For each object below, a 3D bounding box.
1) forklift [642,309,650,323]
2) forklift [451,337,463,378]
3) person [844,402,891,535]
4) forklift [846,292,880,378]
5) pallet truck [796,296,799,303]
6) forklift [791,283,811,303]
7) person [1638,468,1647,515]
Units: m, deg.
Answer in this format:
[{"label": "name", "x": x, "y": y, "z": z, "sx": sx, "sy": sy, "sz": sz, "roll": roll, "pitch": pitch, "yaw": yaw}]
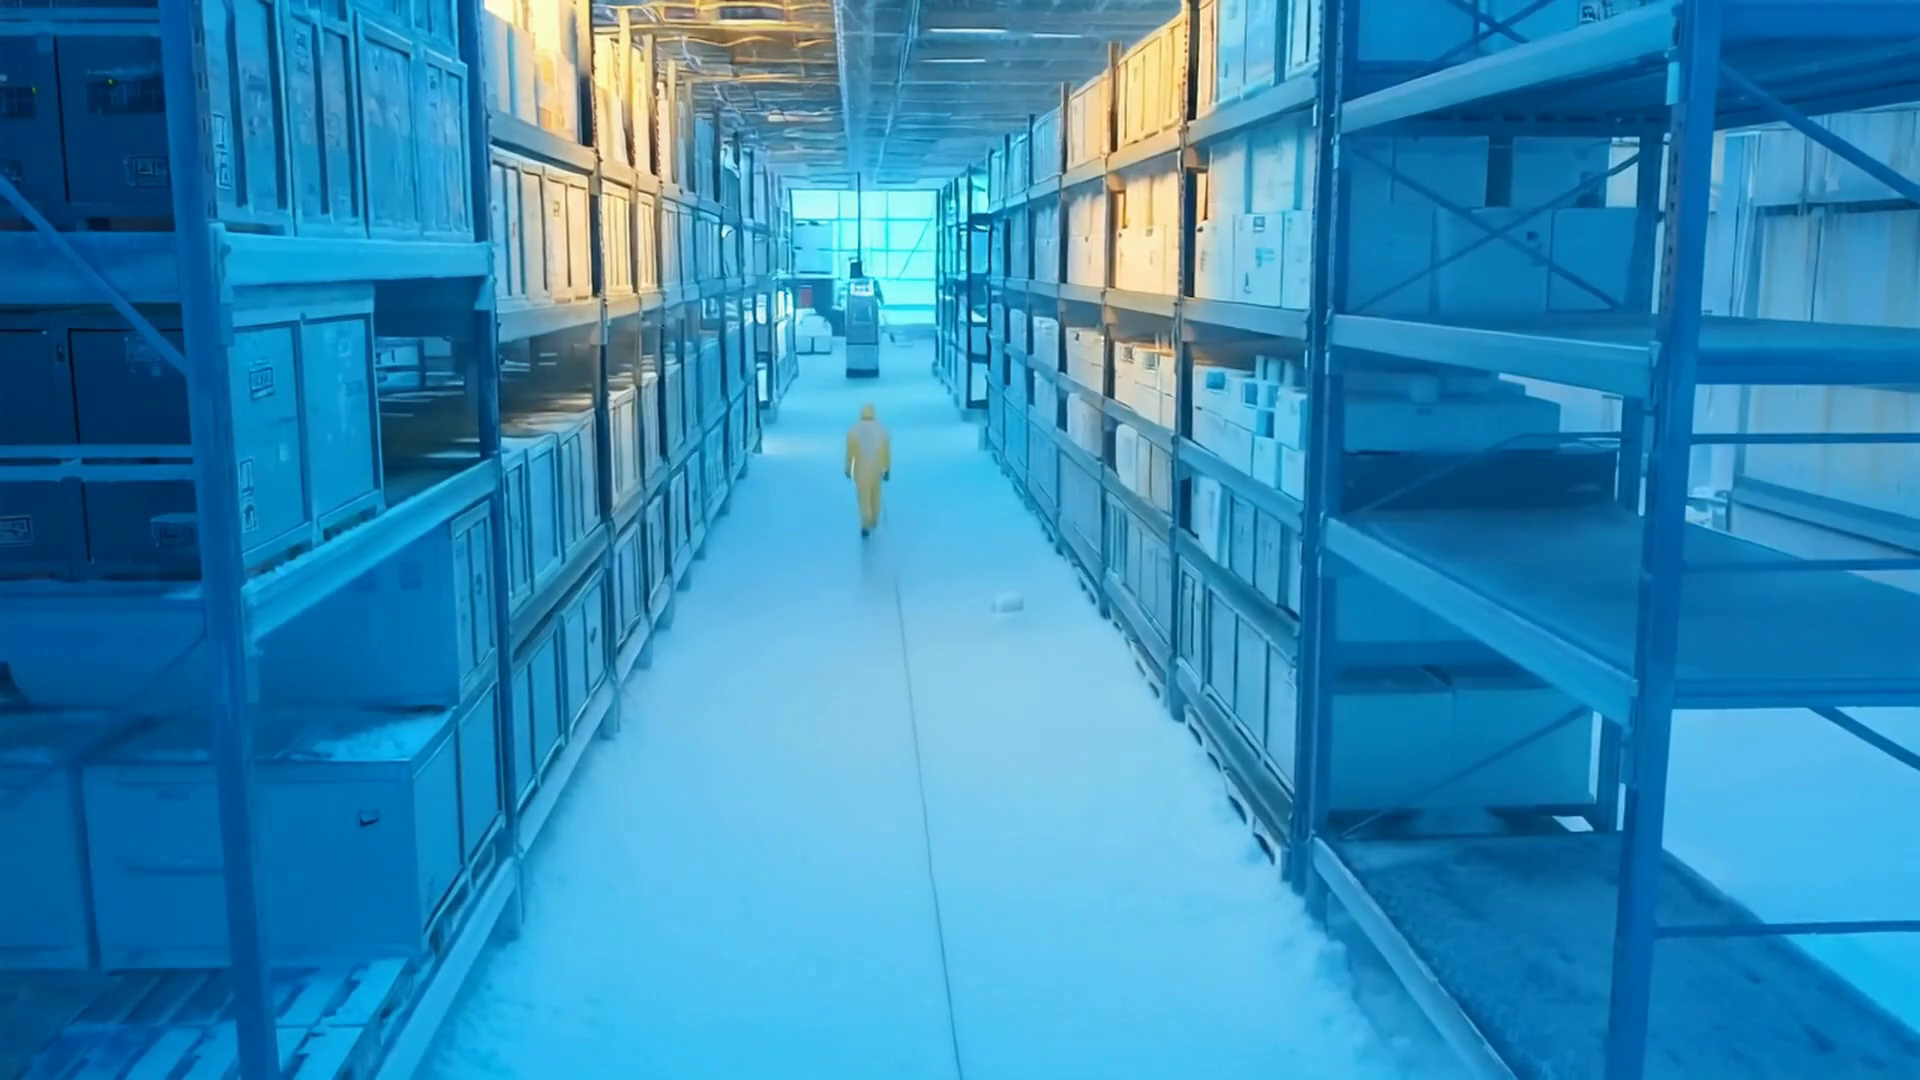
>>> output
[{"label": "forklift", "x": -9.506, "y": -5.964, "z": 50.095, "sx": 1.873, "sy": 2.768, "sz": 1.129, "roll": -1, "pitch": 10, "yaw": -3}, {"label": "forklift", "x": -10.648, "y": -3.568, "z": 35.782, "sx": 1.873, "sy": 2.768, "sz": 1.129, "roll": -1, "pitch": 10, "yaw": -4}, {"label": "person", "x": -1.326, "y": -1.037, "z": 23.716, "sx": 0.645, "sy": 1.860, "sz": 0.977, "roll": -2, "pitch": 10, "yaw": -12}, {"label": "forklift", "x": -3.246, "y": -6.826, "z": 55.239, "sx": 1.129, "sy": 2.768, "sz": 1.873, "roll": -1, "pitch": 10, "yaw": -4}, {"label": "pallet truck", "x": -8.622, "y": -12.439, "z": 91.403, "sx": 1.885, "sy": 1.965, "sz": 0.823, "roll": 2, "pitch": 10, "yaw": 13}, {"label": "forklift", "x": -7.500, "y": -10.746, "z": 78.661, "sx": 1.129, "sy": 2.768, "sz": 1.873, "roll": -2, "pitch": 10, "yaw": -10}, {"label": "person", "x": 6.927, "y": 0.142, "z": 16.690, "sx": 0.567, "sy": 1.849, "sz": 0.389, "roll": 7, "pitch": 12, "yaw": 34}]
